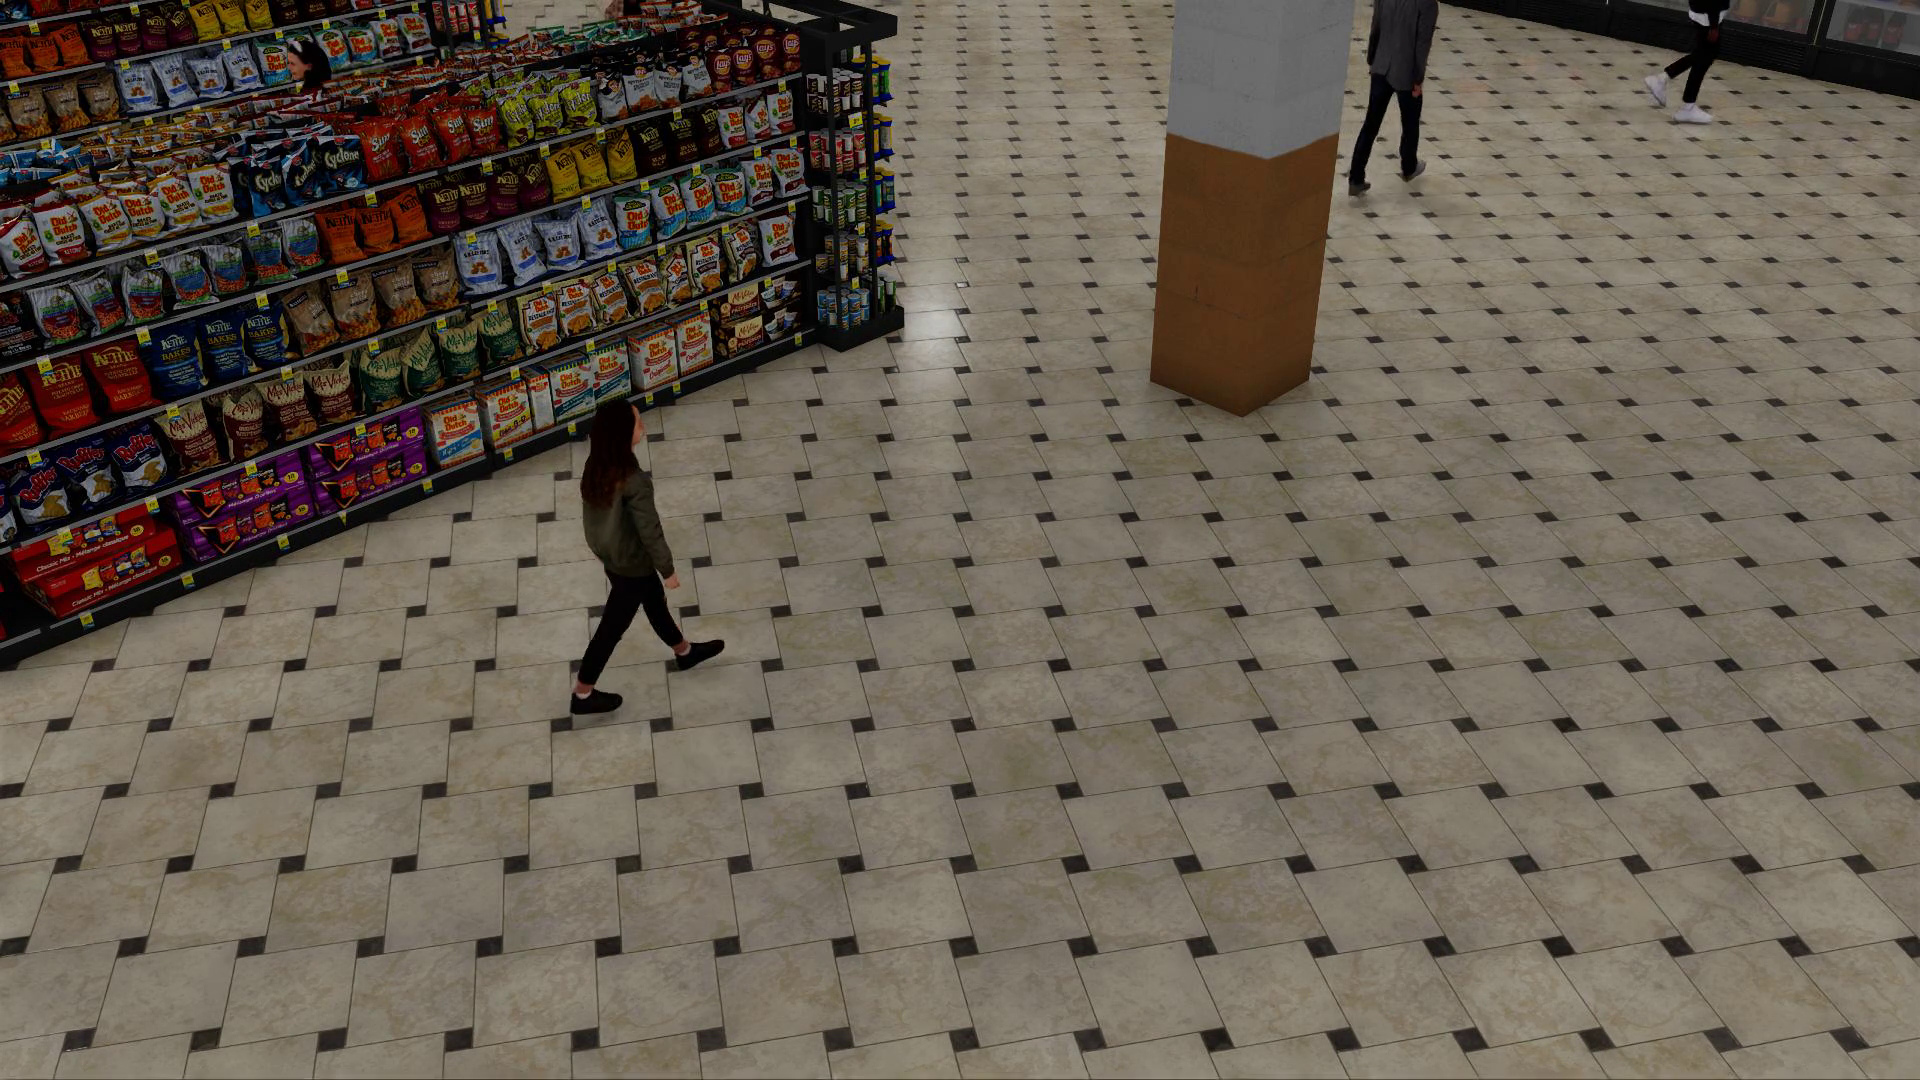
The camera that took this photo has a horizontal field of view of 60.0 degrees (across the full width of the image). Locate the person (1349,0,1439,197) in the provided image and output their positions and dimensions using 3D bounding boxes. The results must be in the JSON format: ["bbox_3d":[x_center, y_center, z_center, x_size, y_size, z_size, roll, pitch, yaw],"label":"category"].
[{"bbox_3d":[3.219,-3.450,12.437,0.772,1.826,1.209,25,40,34],"label":"person"}]

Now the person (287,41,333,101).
[{"bbox_3d":[-3.900,-2.259,10.542,0.928,1.805,0.768,-18,36,-26],"label":"person"}]

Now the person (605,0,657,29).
[{"bbox_3d":[-2.410,-3.448,12.497,1.056,1.758,0.860,-15,35,-22],"label":"person"}]

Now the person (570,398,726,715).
[{"bbox_3d":[-1.481,0.114,7.078,1.058,1.436,0.746,-18,36,-26],"label":"person"}]

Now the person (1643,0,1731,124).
[{"bbox_3d":[6.224,-4.432,14.036,0.939,1.805,0.934,10,33,16],"label":"person"}]
